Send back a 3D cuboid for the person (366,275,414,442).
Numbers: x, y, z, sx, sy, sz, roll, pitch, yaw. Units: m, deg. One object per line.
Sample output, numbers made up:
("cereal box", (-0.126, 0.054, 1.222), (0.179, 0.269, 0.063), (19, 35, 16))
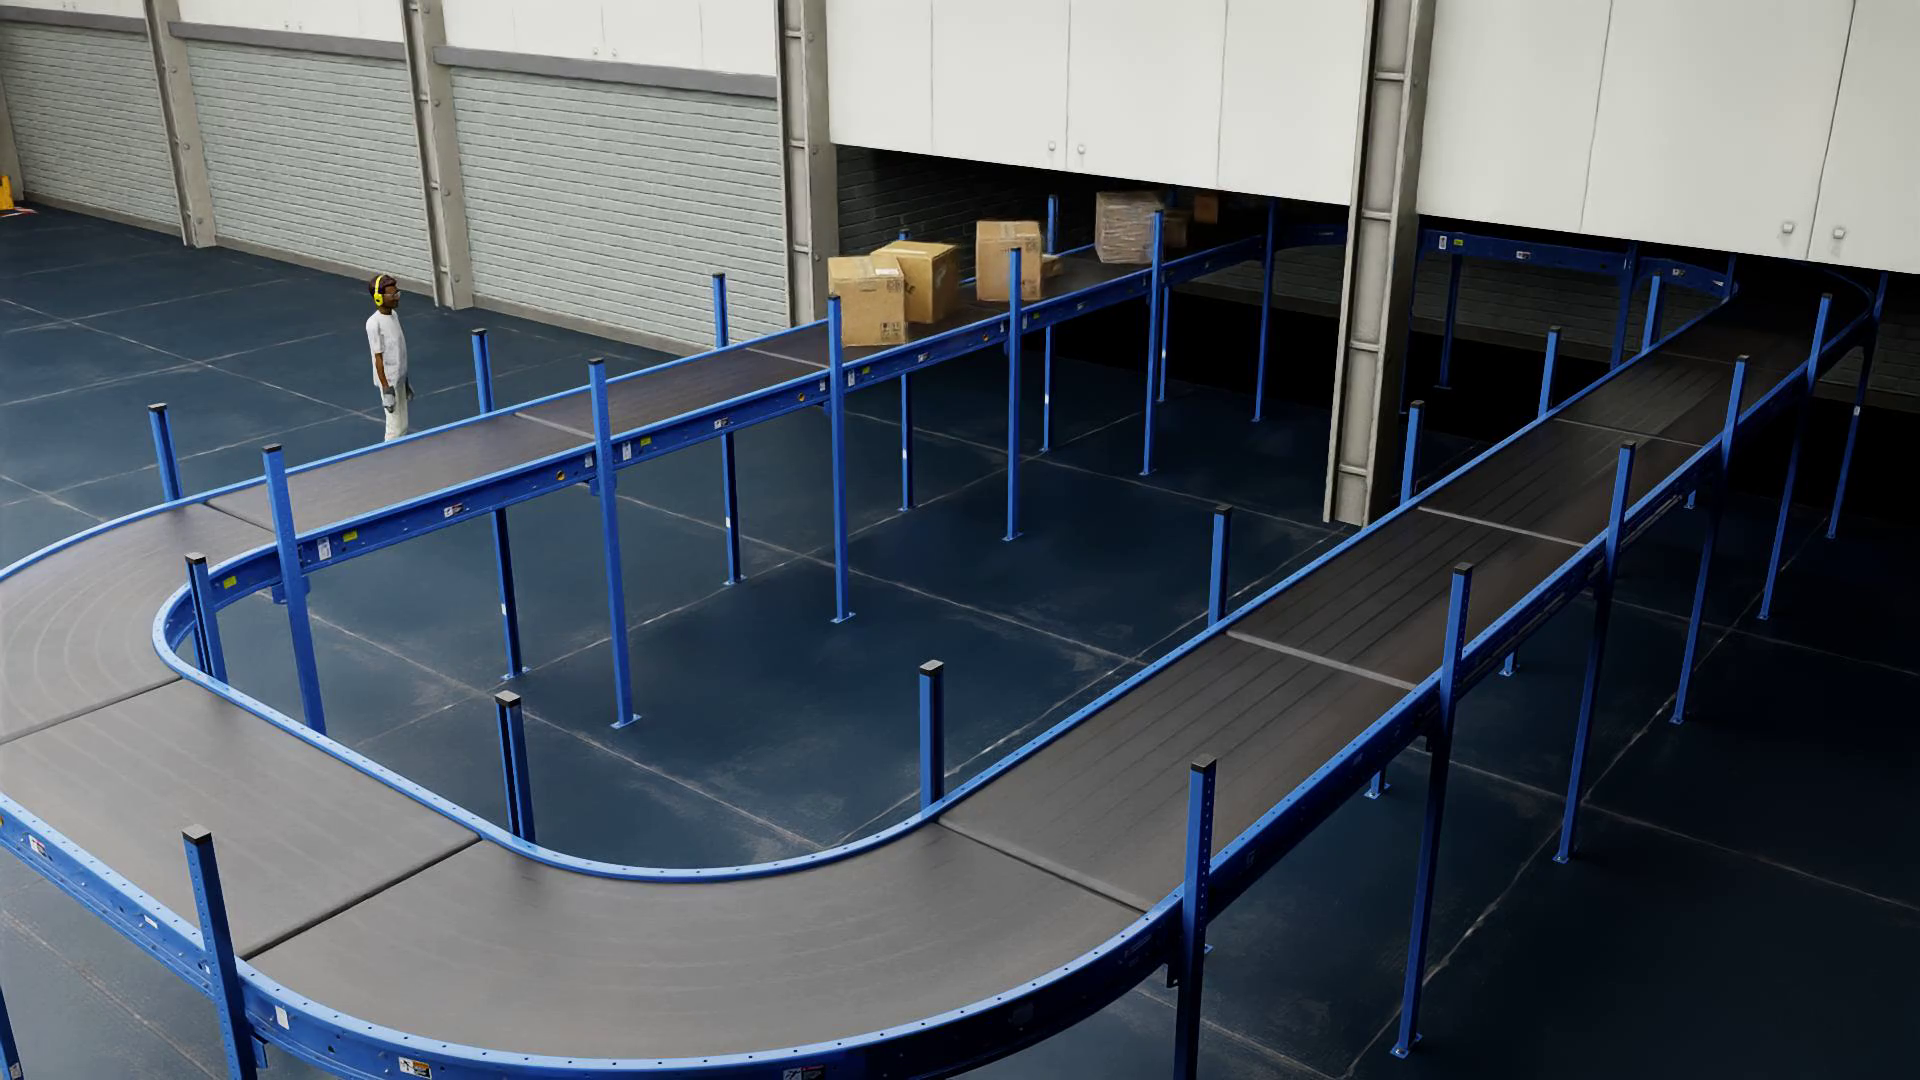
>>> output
("person", (-4.719, -1.291, 13.920), (0.328, 1.872, 0.513), (0, 21, -1))
